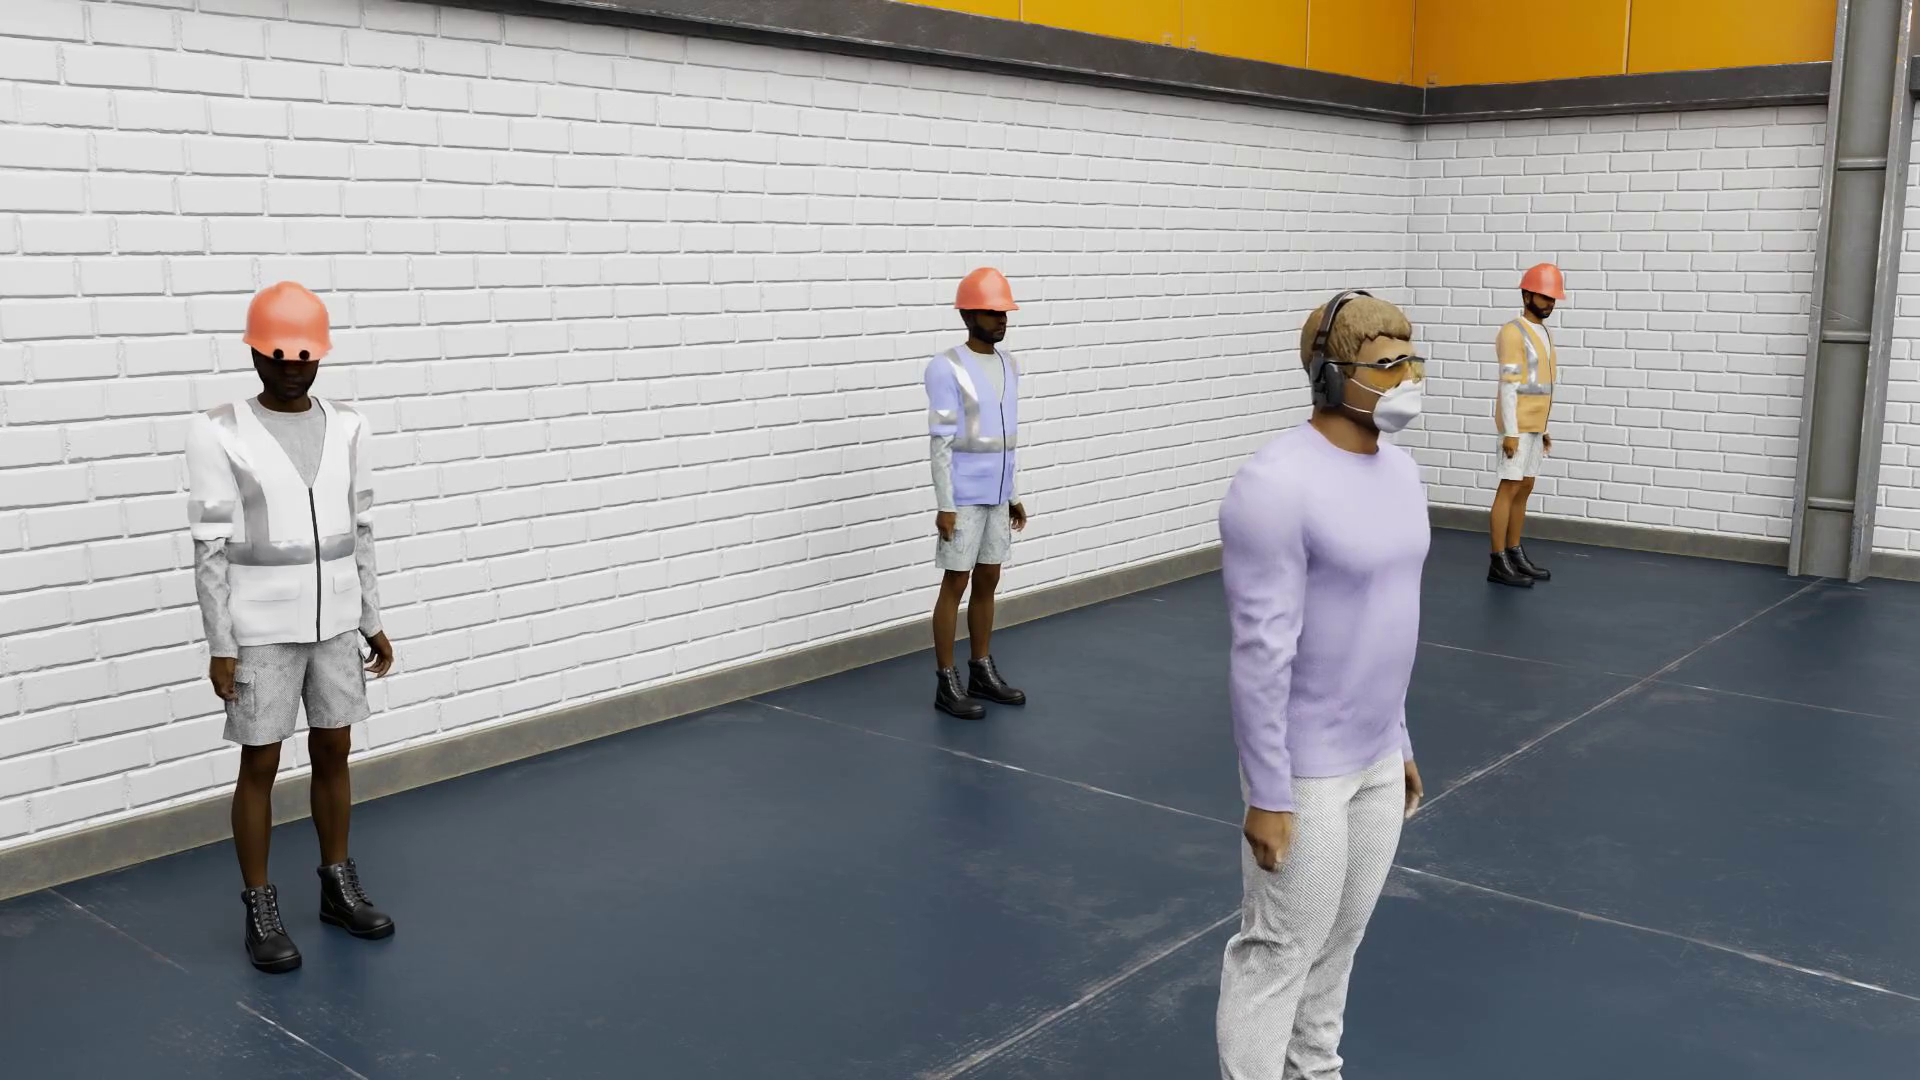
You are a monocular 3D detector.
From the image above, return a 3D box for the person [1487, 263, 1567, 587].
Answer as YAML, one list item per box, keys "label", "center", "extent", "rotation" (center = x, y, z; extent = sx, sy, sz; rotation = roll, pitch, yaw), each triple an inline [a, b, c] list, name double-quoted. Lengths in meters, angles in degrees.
- label: "person"
  center: [3.427, -0.689, 10.022]
  extent: [0.374, 1.930, 0.542]
  rotation: [9, 13, 41]

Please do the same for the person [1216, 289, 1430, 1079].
- label: "person"
  center: [0.765, 0.462, 3.440]
  extent: [0.371, 1.940, 0.627]
  rotation: [9, 13, 41]

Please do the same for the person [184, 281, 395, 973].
- label: "person"
  center: [-1.873, 0.240, 4.730]
  extent: [0.374, 1.930, 0.542]
  rotation: [9, 13, 41]

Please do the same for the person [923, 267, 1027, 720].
- label: "person"
  center: [0.093, -0.204, 7.234]
  extent: [0.365, 1.939, 0.542]
  rotation: [9, 13, 41]
